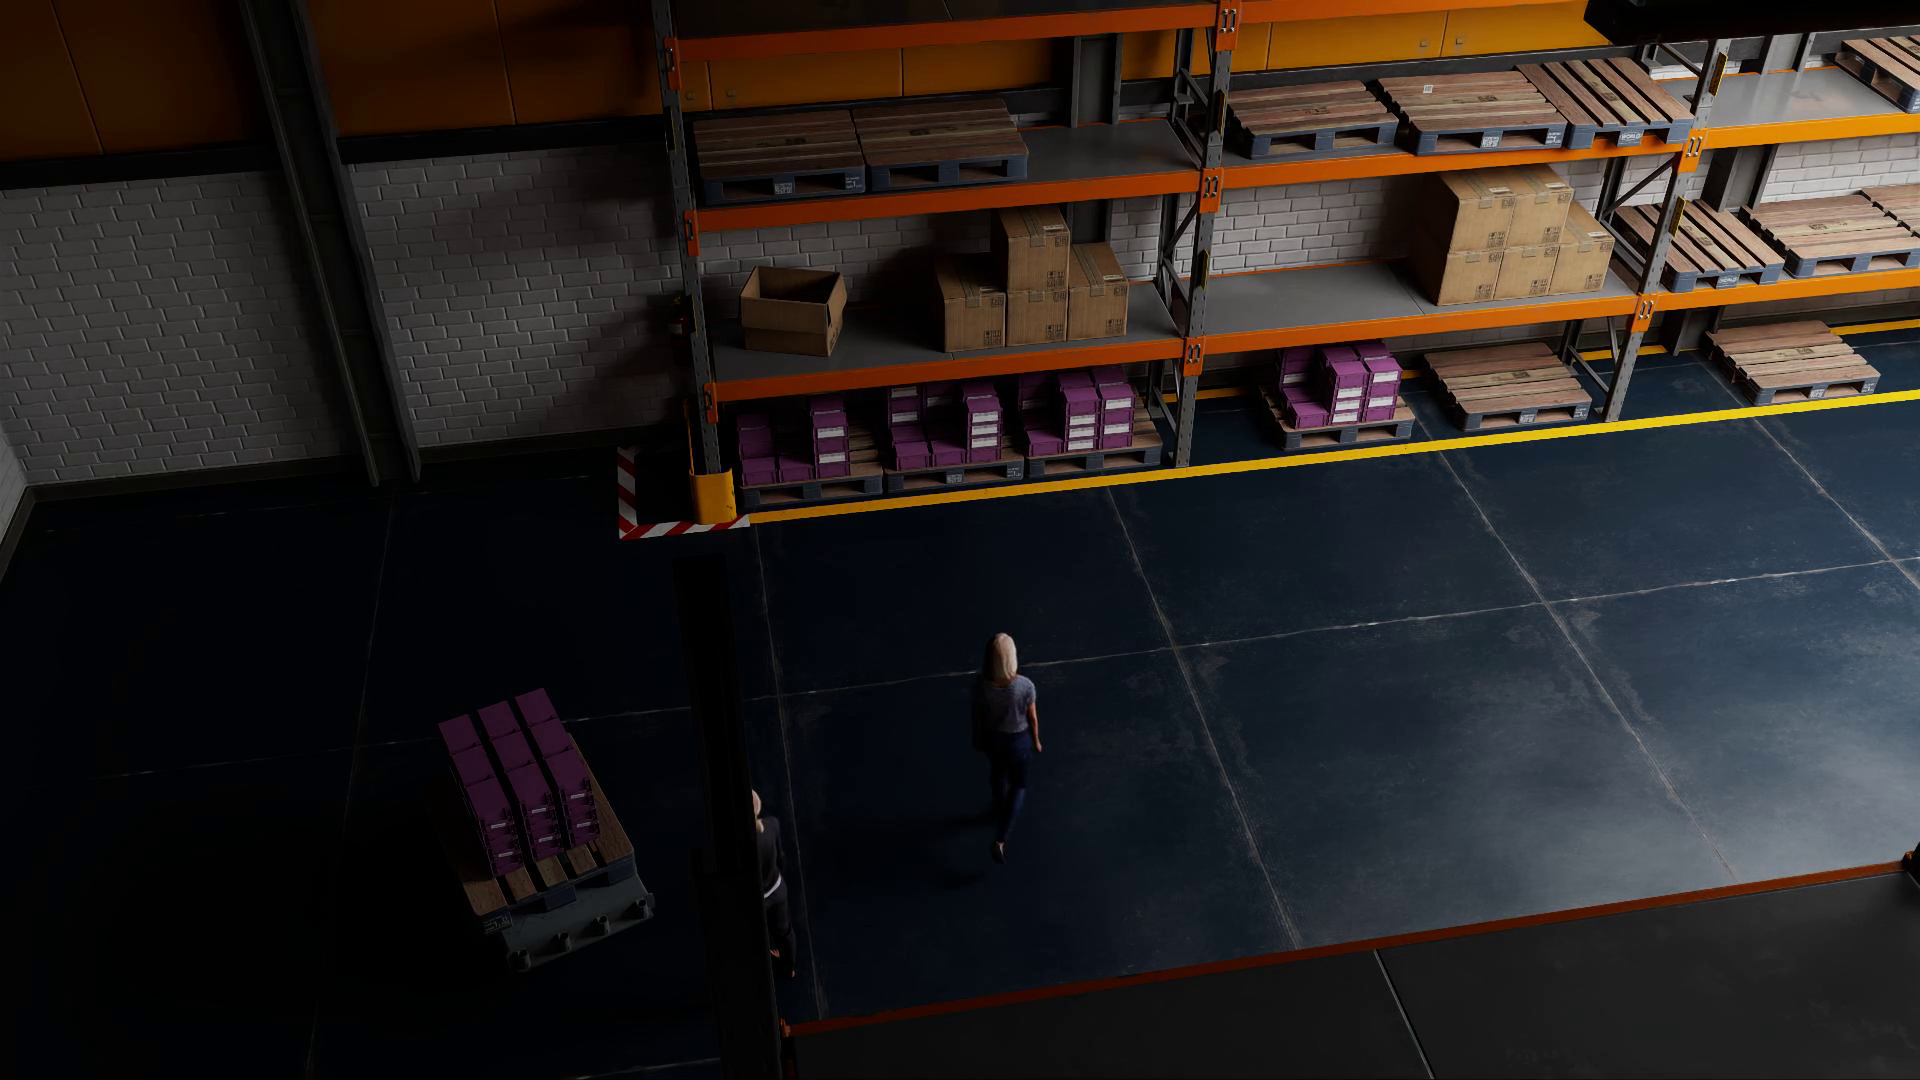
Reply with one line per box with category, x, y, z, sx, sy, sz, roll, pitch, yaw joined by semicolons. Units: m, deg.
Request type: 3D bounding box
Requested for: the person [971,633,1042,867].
person;0.274;1.333;10.596;1.010;1.703;0.939;10;40;13
